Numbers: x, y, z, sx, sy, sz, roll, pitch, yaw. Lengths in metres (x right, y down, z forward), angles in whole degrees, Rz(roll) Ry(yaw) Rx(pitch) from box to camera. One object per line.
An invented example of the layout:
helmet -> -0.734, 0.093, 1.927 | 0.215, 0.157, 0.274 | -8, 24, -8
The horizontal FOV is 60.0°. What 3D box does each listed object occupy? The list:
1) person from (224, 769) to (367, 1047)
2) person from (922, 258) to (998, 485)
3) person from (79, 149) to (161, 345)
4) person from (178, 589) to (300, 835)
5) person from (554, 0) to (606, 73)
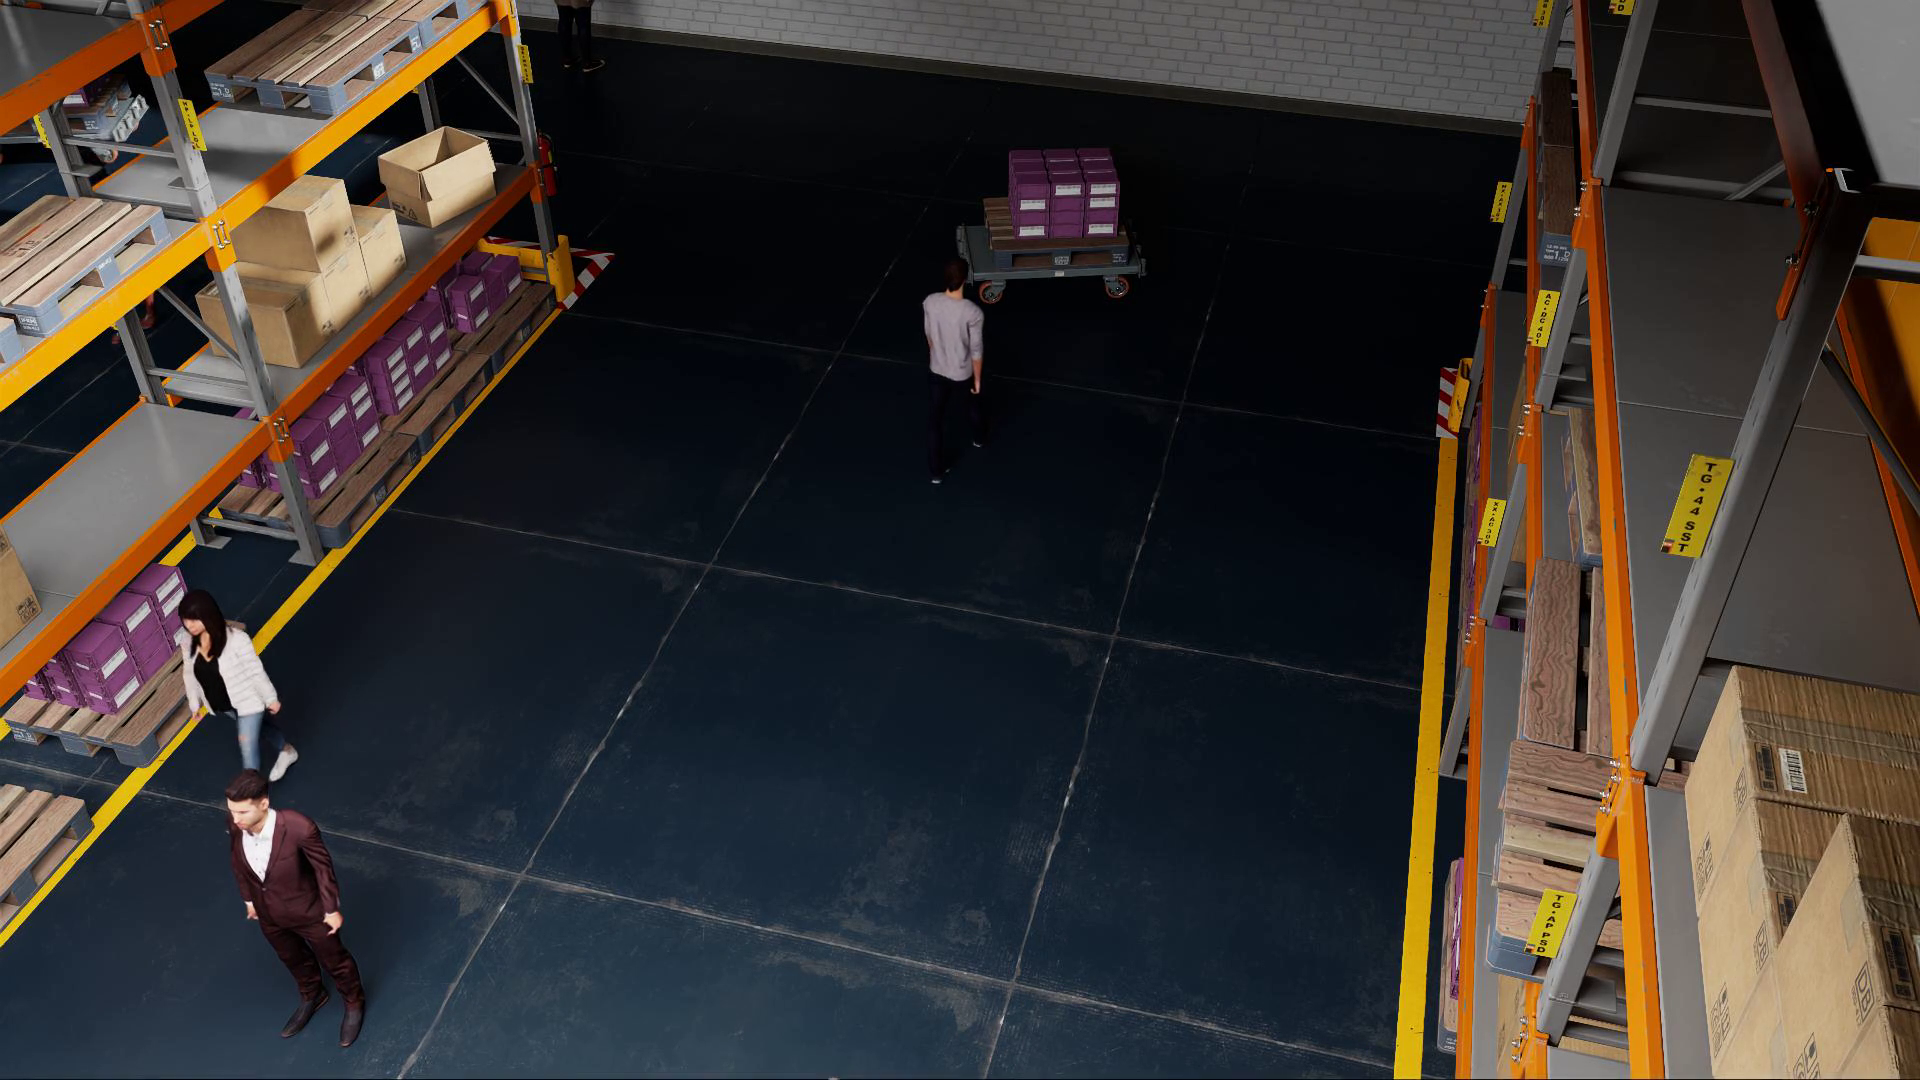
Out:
person -> -3.434, 1.861, 8.548 | 0.703, 1.865, 0.612 | 6, 39, 8
person -> -0.098, -1.225, 12.459 | 0.793, 1.807, 1.107 | 15, 41, 18
person -> -7.168, -2.570, 14.229 | 0.681, 1.700, 0.830 | 3, 39, 4
person -> -4.292, 0.892, 9.975 | 0.657, 1.598, 1.019 | 8, 39, 9
person -> -4.384, -6.215, 18.641 | 0.749, 1.890, 0.742 | 19, 42, 22
